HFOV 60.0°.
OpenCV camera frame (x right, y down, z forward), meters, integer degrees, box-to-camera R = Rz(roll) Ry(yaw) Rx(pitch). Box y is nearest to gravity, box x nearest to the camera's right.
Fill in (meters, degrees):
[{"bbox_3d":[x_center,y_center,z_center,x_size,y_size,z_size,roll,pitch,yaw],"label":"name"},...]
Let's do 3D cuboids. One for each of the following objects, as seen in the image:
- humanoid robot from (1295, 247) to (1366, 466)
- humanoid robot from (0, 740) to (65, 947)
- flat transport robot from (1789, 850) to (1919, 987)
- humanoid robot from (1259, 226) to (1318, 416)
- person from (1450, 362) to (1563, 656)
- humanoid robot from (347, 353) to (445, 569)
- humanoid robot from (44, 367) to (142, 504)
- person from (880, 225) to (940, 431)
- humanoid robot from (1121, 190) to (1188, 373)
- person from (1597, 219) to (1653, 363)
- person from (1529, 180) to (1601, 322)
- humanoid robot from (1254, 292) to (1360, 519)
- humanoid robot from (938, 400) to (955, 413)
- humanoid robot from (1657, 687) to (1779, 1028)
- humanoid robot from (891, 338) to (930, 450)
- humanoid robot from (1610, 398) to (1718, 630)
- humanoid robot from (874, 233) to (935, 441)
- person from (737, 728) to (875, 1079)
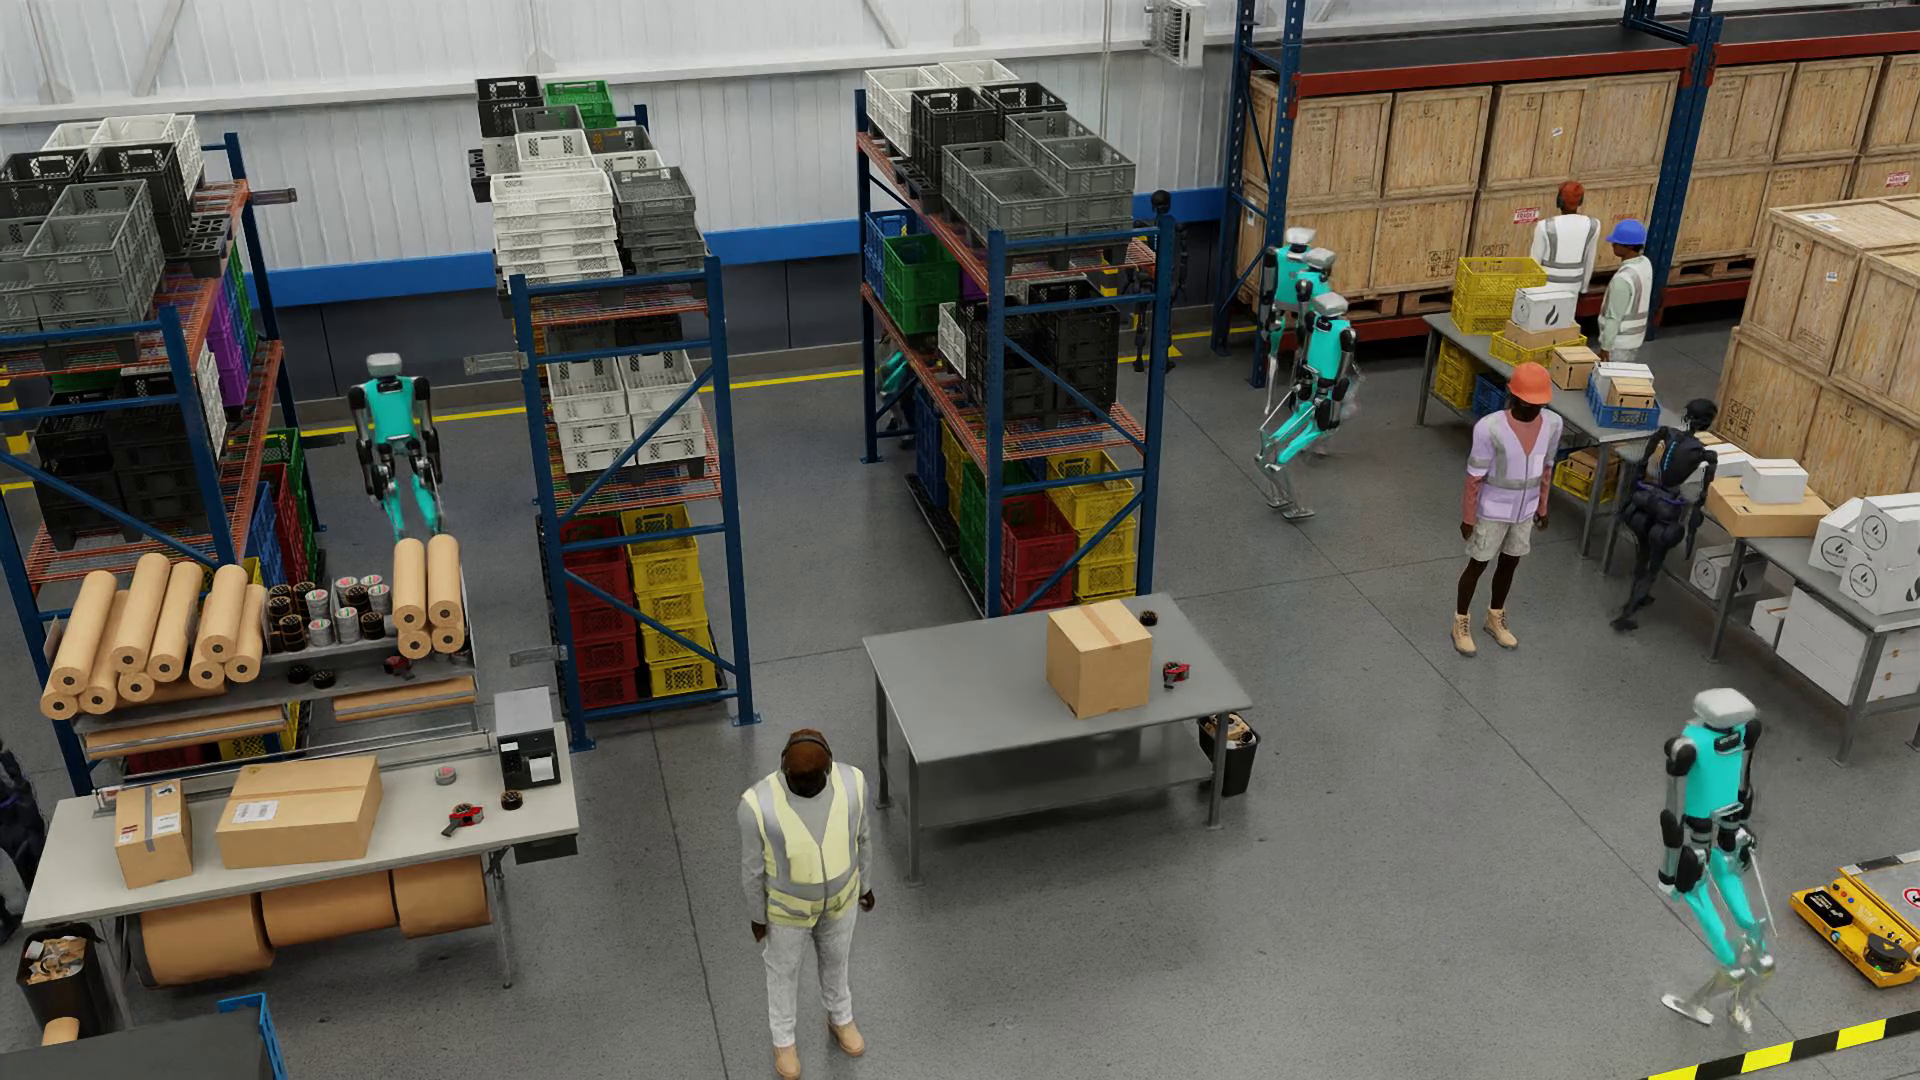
[{"bbox_3d":[2.956,-1.395,13.214,0.668,1.832,0.536,16,33,26],"label":"humanoid robot"},{"bbox_3d":[-4.764,1.367,8.219,0.595,1.645,0.415,4,29,7],"label":"humanoid robot"},{"bbox_3d":[5.163,1.916,8.676,1.431,0.231,0.659,-8,30,-14],"label":"flat transport robot"},{"bbox_3d":[2.830,-1.873,14.040,0.555,1.754,0.839,11,31,19],"label":"humanoid robot"},{"bbox_3d":[3.519,-0.191,10.669,0.613,2.041,0.384,-7,30,-12],"label":"person"},{"bbox_3d":[-3.713,-0.309,11.241,0.535,1.803,0.830,-14,32,-24],"label":"humanoid robot"},{"bbox_3d":[-6.450,-0.951,12.413,0.599,1.657,0.315,-24,37,-36],"label":"humanoid robot"},{"bbox_3d":[-0.382,-1.730,13.682,0.588,1.834,0.403,7,30,13],"label":"person"},{"bbox_3d":[1.744,-2.320,14.908,0.599,1.654,0.315,7,29,12],"label":"humanoid robot"},{"bbox_3d":[5.302,-1.637,13.447,0.430,1.904,0.607,20,35,32],"label":"person"},{"bbox_3d":[5.201,-2.201,14.510,0.587,1.874,0.356,0,29,0],"label":"person"},{"bbox_3d":[2.483,-0.965,12.287,0.744,1.693,0.531,-13,31,-23],"label":"humanoid robot"},{"bbox_3d":[0.156,-1.747,13.907,0.643,1.649,0.608,9,30,16],"label":"humanoid robot"},{"bbox_3d":[3.597,1.603,7.750,0.544,1.785,0.802,-13,32,-23],"label":"humanoid robot"},{"bbox_3d":[-0.411,-1.567,13.538,0.355,1.649,0.608,-8,30,-15],"label":"humanoid robot"},{"bbox_3d":[4.629,-0.172,11.033,0.615,1.631,0.611,-15,32,-26],"label":"humanoid robot"},{"bbox_3d":[-0.491,-1.629,13.540,0.690,1.739,0.531,-11,31,-19],"label":"humanoid robot"},{"bbox_3d":[-0.674,1.635,7.559,0.618,1.839,0.430,-13,31,-22],"label":"person"}]
